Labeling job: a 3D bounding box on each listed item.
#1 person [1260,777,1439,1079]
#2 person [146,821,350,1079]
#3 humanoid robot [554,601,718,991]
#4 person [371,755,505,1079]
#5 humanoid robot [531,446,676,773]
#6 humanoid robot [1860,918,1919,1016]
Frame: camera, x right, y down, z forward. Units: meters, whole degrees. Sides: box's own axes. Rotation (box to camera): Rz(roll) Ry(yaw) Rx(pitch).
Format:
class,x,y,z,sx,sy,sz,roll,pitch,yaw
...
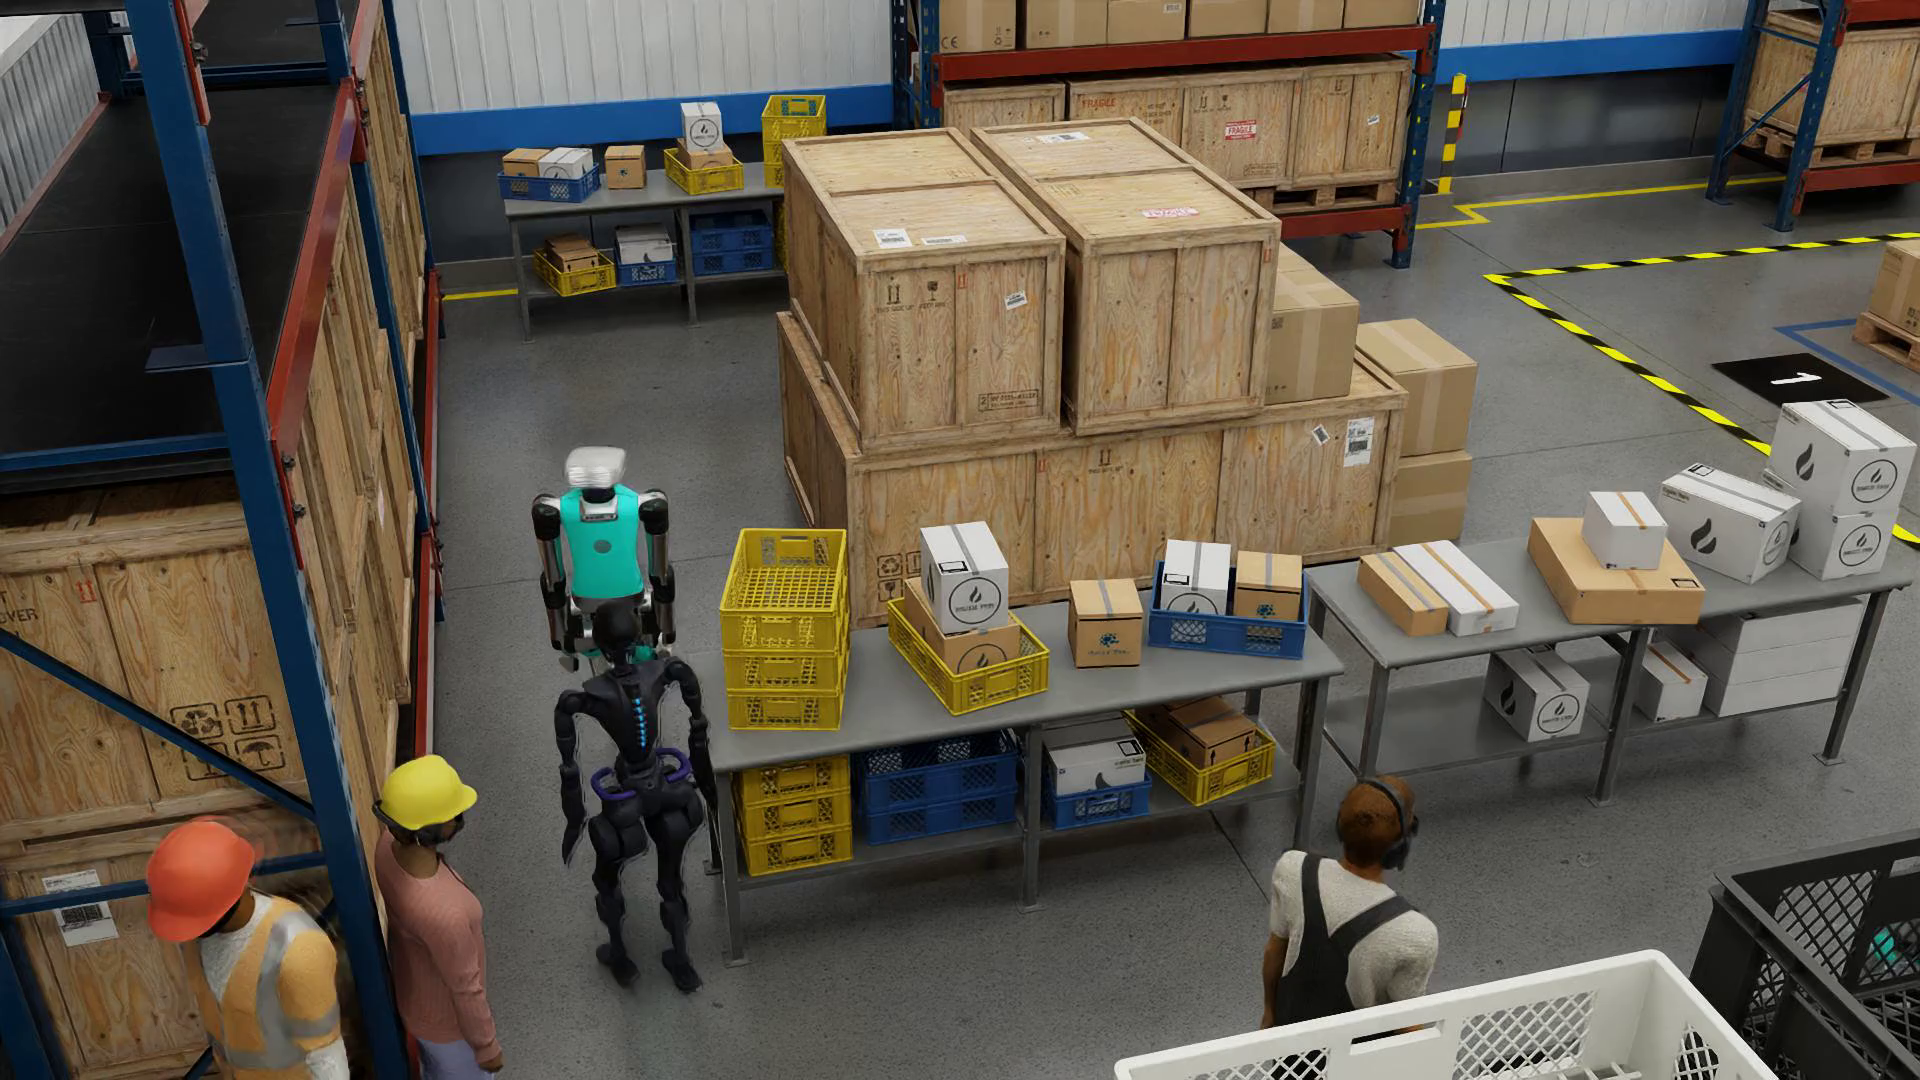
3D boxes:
class,x,y,z,sx,sy,sz,roll,pitch,yaw
person,1.093,1.465,4.839,0.506,1.837,0.335,23,37,36
person,-1.872,1.484,4.733,0.585,1.903,0.632,13,31,22
humanoid robot,-1.163,0.913,6.001,0.610,1.638,0.476,-16,33,-27
person,-1.532,1.394,5.043,0.337,1.759,0.526,-20,35,-32
humanoid robot,-1.455,0.322,7.048,0.541,1.794,0.808,-4,29,-8
humanoid robot,3.296,1.202,5.413,0.569,1.777,0.834,8,30,13
